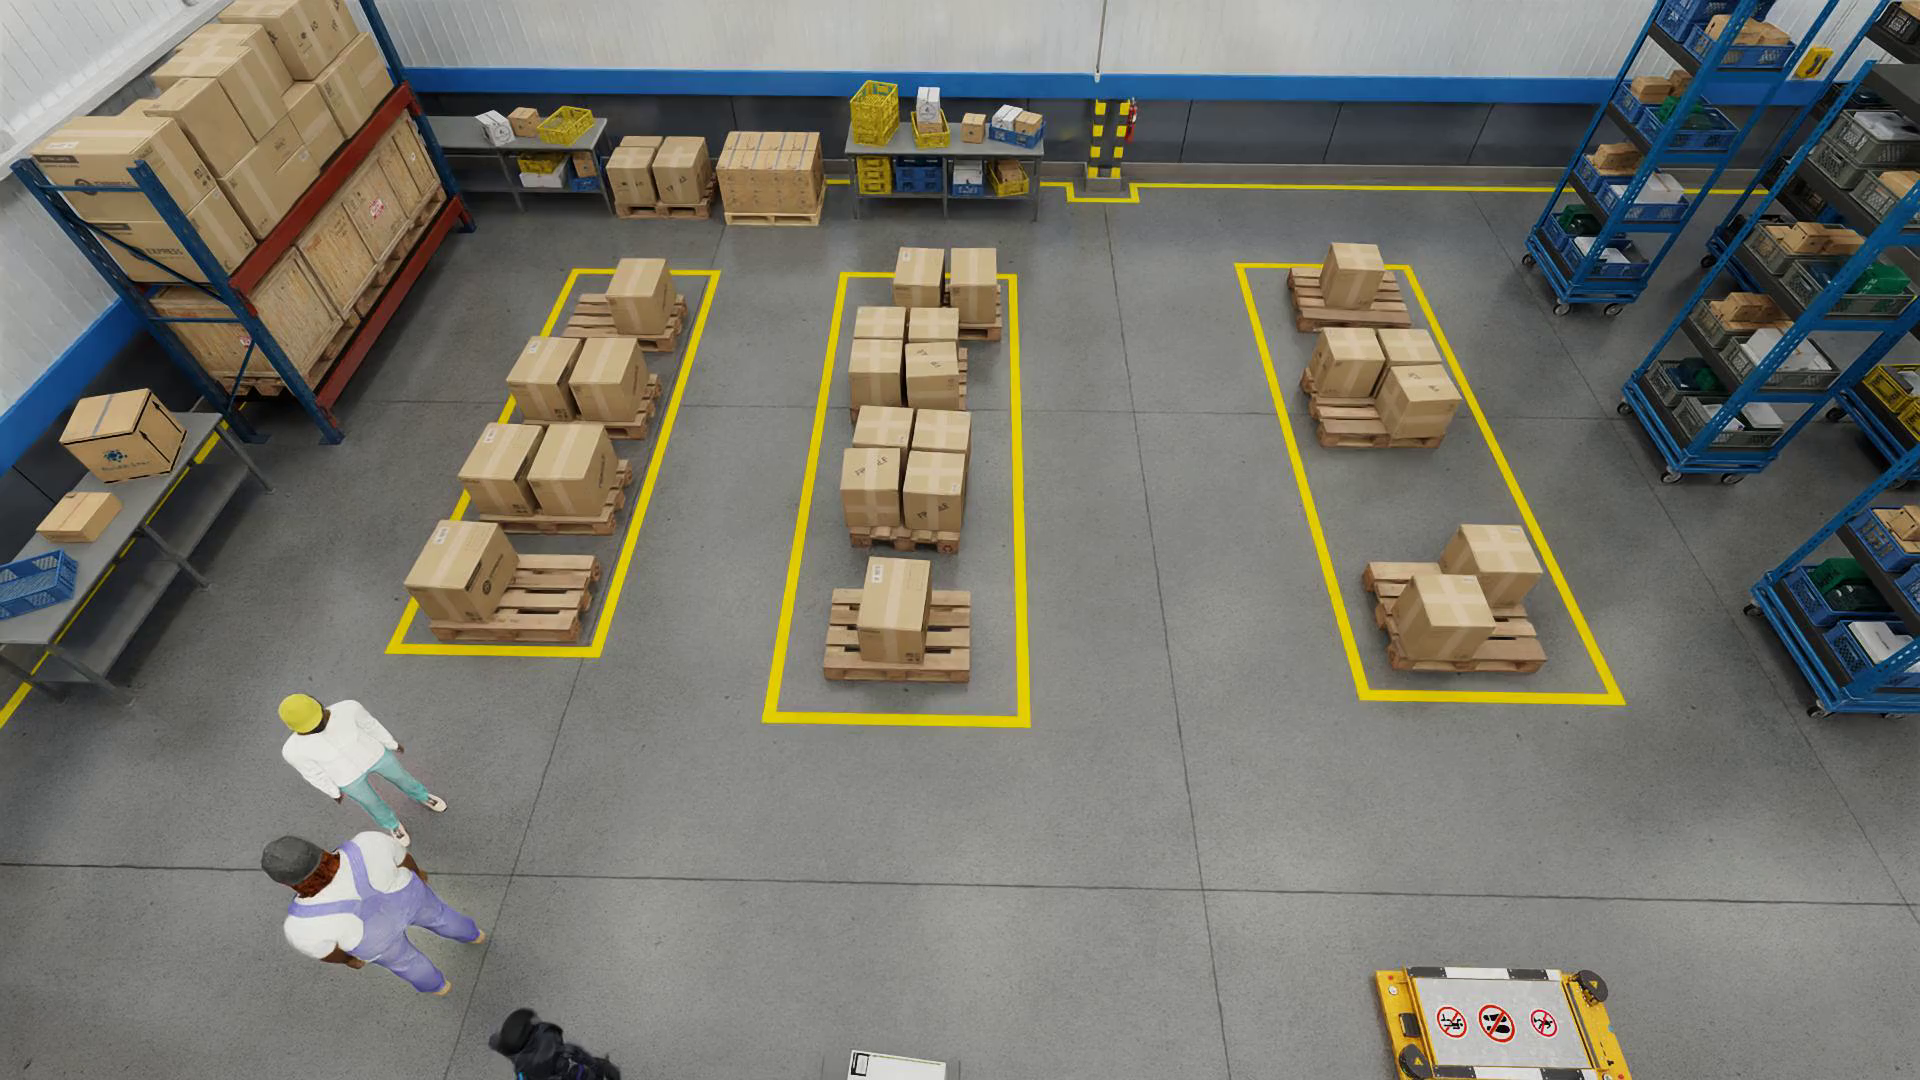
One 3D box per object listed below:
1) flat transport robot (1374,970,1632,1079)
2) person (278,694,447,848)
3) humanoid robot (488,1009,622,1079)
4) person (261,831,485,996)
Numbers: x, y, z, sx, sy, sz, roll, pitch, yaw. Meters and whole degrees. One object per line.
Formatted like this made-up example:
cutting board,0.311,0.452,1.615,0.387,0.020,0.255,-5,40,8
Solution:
flat transport robot,3.501,3.133,5.914,1.431,0.197,0.652,1,51,1
person,-4.089,1.543,6.260,0.313,1.769,0.524,28,56,21
humanoid robot,-2.235,2.980,5.146,0.575,1.646,0.350,5,51,4
person,-3.544,2.227,5.529,0.536,2.000,0.682,20,54,16
